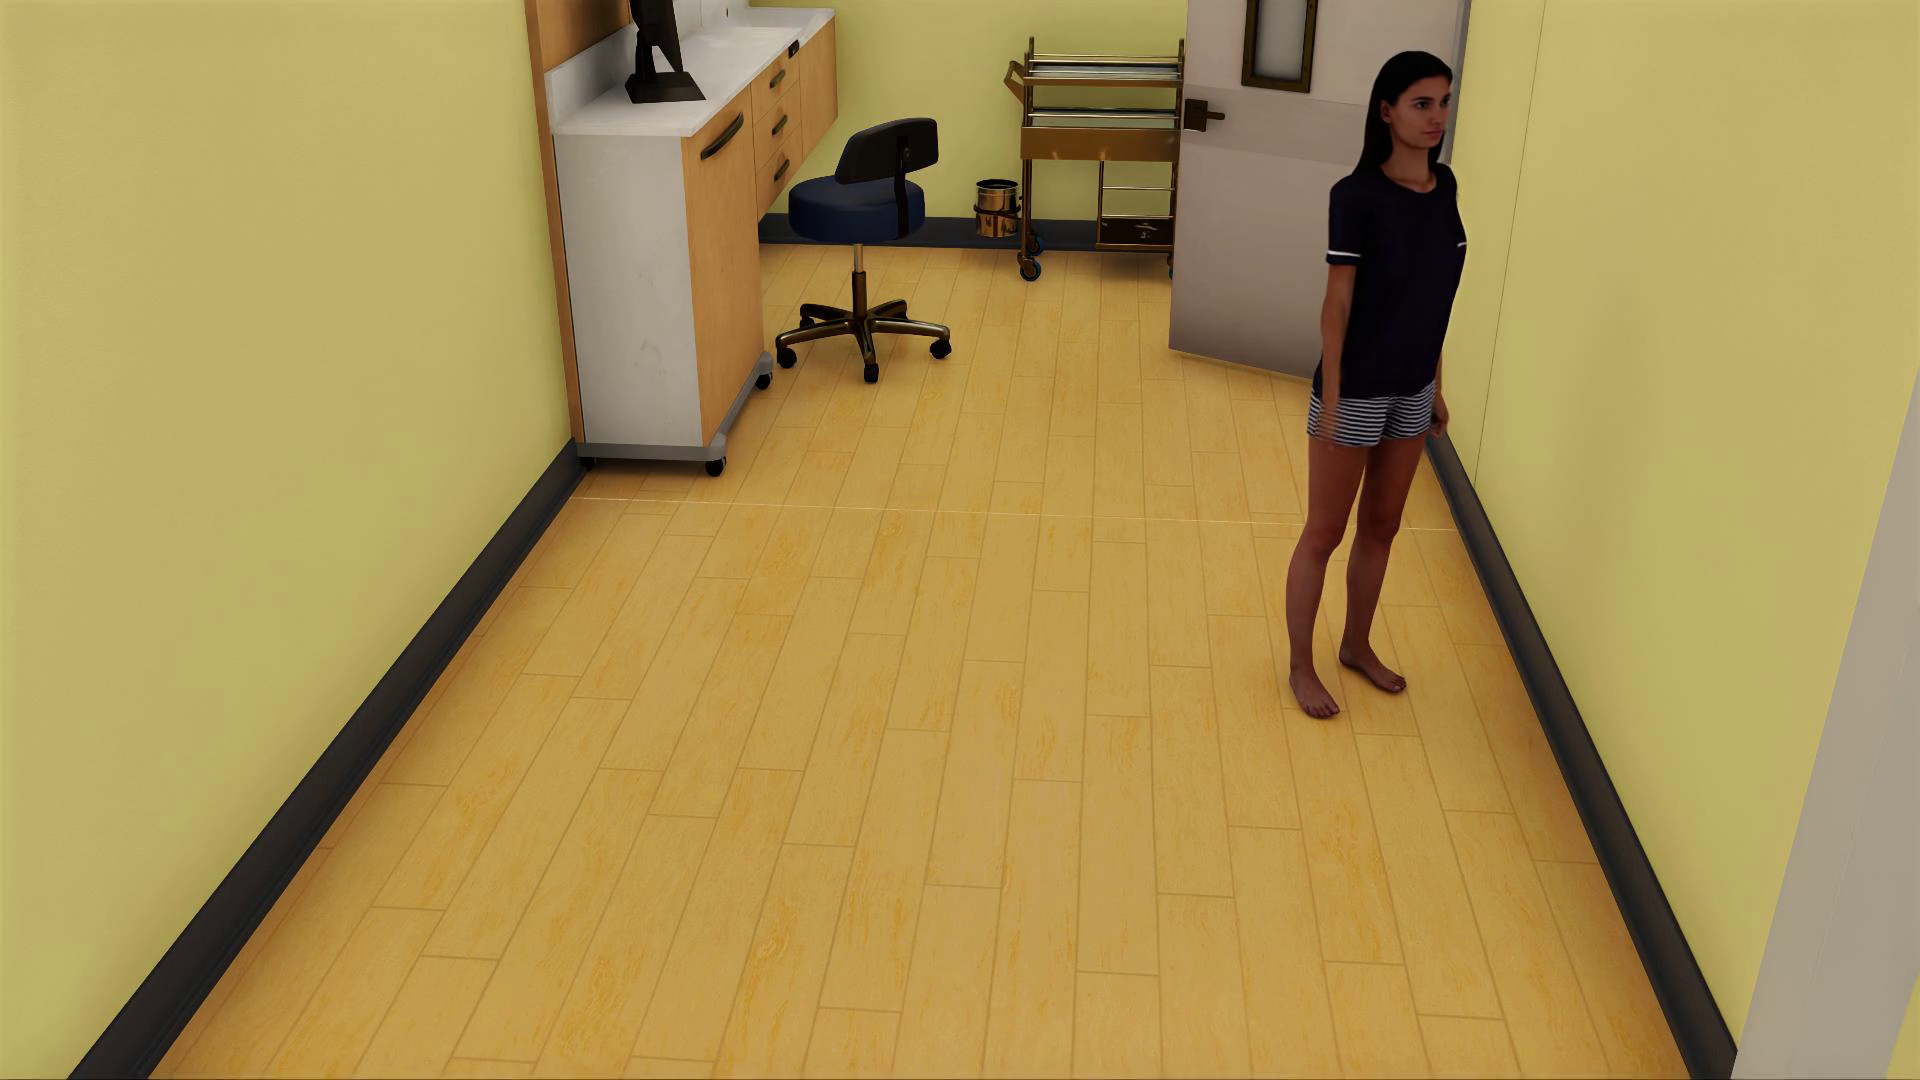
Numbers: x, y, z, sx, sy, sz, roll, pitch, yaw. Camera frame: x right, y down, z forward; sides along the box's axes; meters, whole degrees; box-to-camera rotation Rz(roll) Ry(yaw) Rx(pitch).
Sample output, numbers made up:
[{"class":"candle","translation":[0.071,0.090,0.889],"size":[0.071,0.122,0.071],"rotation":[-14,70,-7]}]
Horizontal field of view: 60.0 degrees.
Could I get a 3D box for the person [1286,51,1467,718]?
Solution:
[{"class":"person","translation":[1.096,-0.390,4.409],"size":[0.627,1.766,0.720],"rotation":[-13,29,-25]}]
